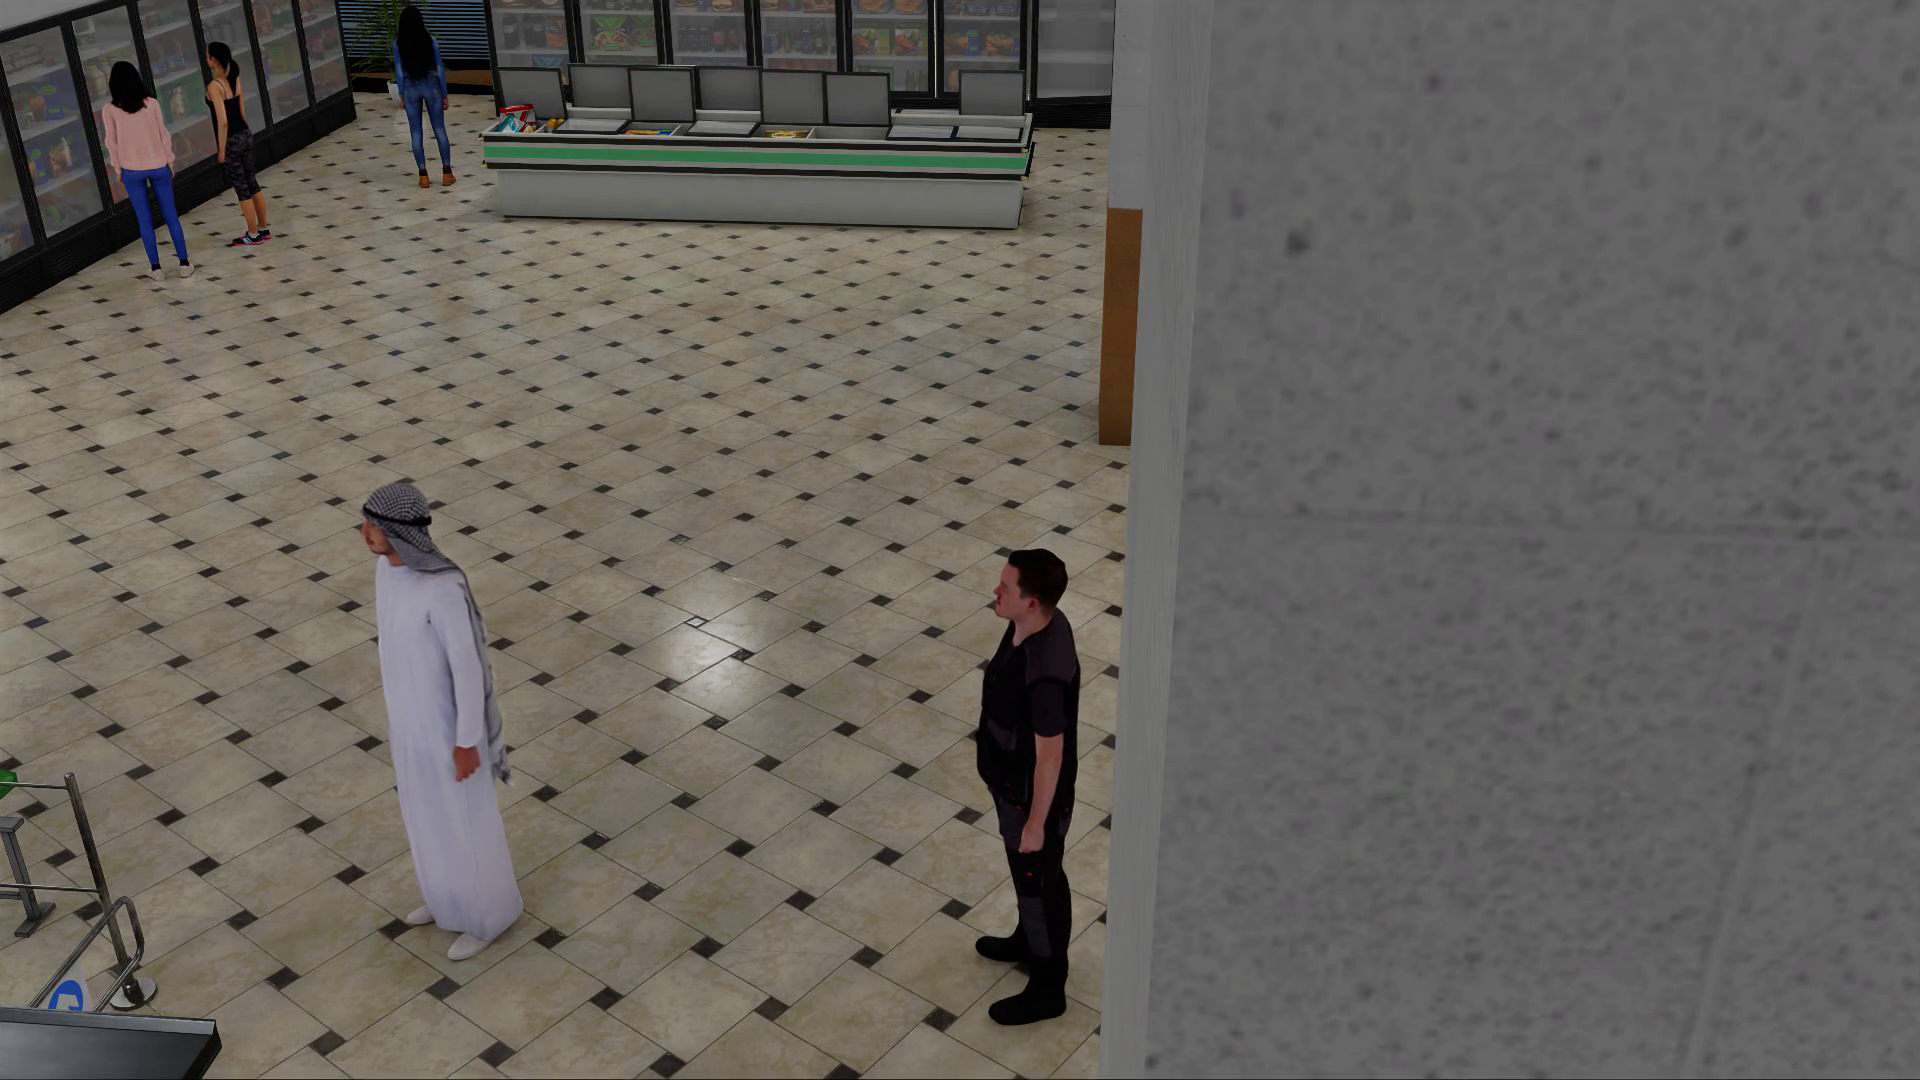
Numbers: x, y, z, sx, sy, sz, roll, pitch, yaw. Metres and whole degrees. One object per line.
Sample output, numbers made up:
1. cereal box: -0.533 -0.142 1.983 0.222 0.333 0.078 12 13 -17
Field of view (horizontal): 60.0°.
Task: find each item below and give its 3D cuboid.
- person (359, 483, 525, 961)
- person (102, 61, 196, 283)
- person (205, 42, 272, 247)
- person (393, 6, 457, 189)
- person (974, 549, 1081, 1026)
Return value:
1. person: -1.921 0.664 6.123 0.779 1.925 0.861 24 35 38
2. person: -6.608 -2.987 13.494 0.665 1.769 0.783 -13 30 -23
3. person: -6.274 -3.435 14.421 0.553 1.730 0.576 4 27 8
4. person: -5.212 -4.299 16.144 0.581 1.713 0.734 -7 28 -14
5. person: 0.252 0.858 5.828 0.653 1.845 0.768 -3 27 -5
